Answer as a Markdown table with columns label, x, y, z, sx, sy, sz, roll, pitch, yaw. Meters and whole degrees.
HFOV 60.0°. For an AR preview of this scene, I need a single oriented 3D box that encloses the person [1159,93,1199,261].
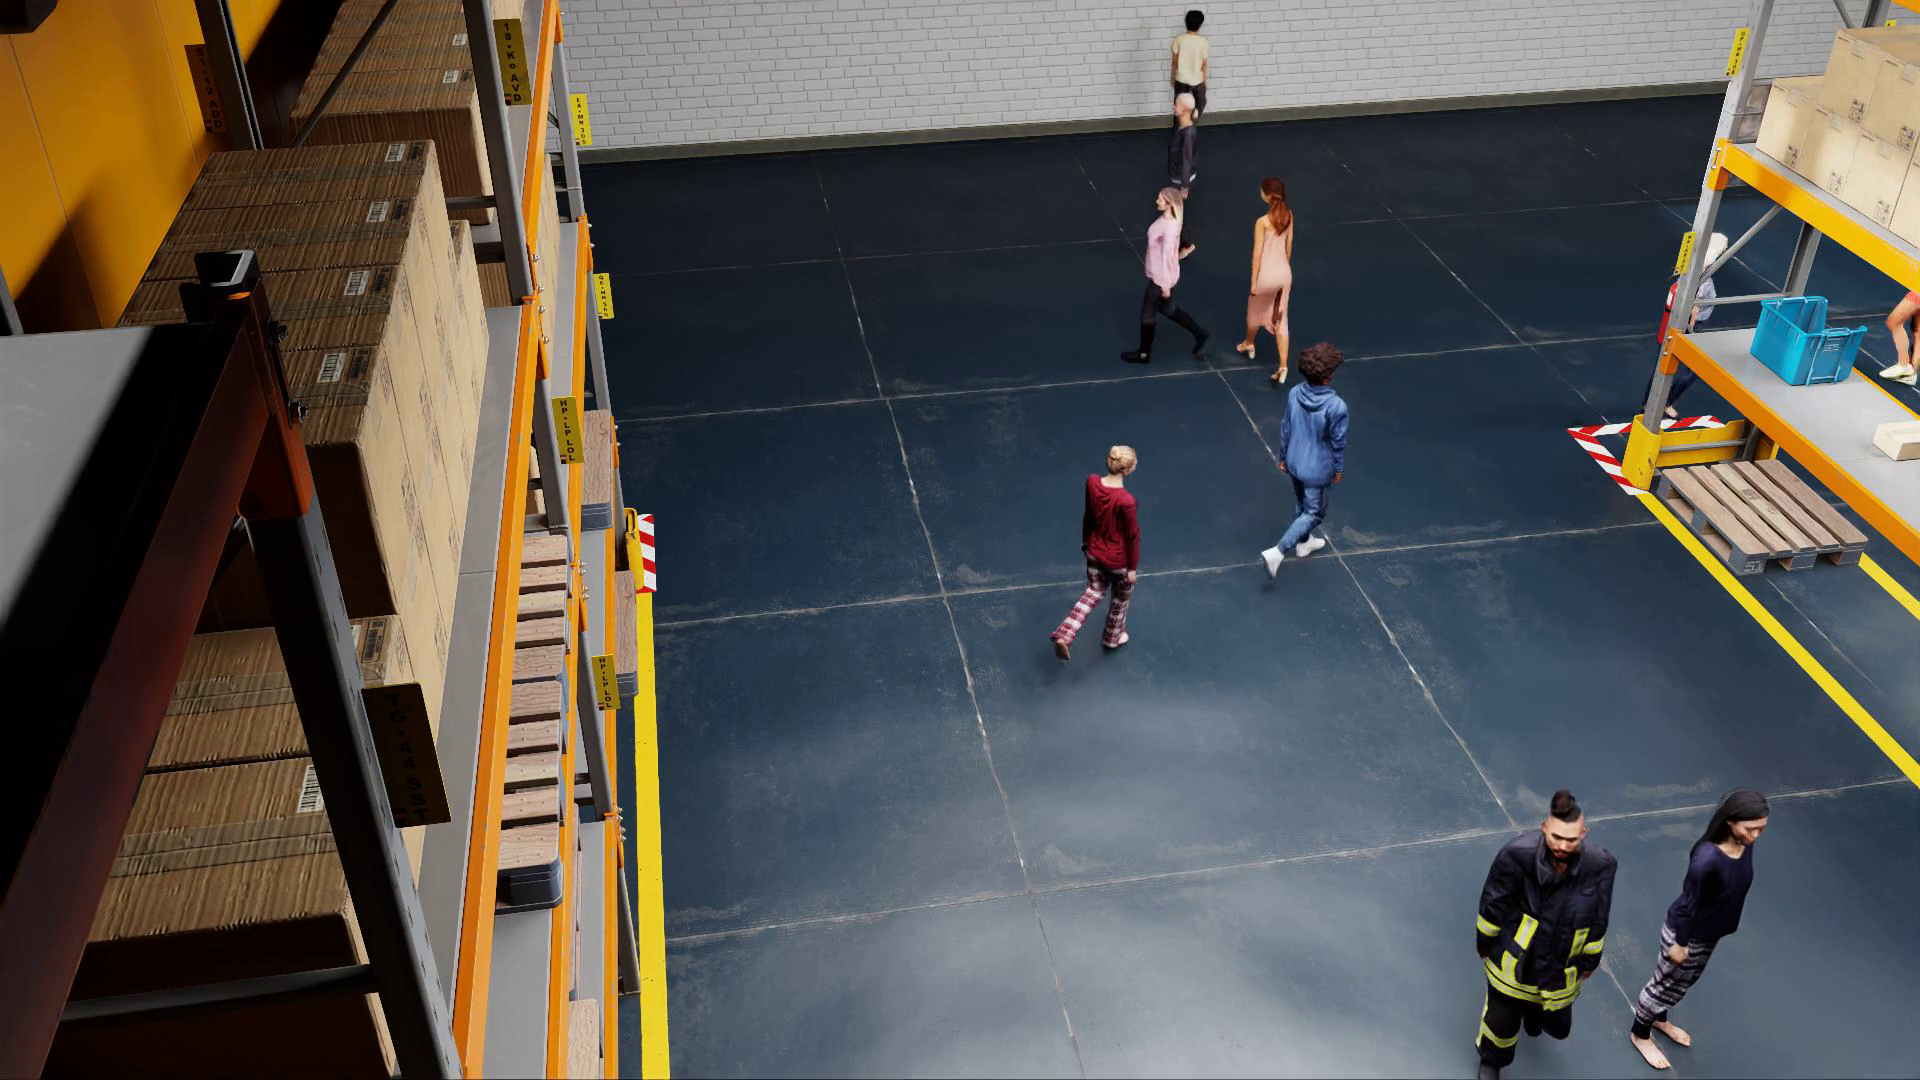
| label | x | y | z | sx | sy | sz | roll | pitch | yaw |
| --- | --- | --- | --- | --- | --- | --- | --- | --- | --- |
| person | 2.279 | -3.575 | 16.485 | 0.759 | 1.714 | 0.629 | 2 | 34 | 3 |

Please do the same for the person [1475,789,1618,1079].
| label | x | y | z | sx | sy | sz | roll | pitch | yaw |
| --- | --- | --- | --- | --- | --- | --- | --- | --- | --- |
| person | 2.834 | 1.899 | 8.126 | 0.921 | 1.850 | 0.988 | 7 | 34 | 10 |

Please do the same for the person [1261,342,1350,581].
| label | x | y | z | sx | sy | sz | roll | pitch | yaw |
| --- | --- | --- | --- | --- | --- | --- | --- | --- | --- |
| person | 2.456 | -0.528 | 11.833 | 1.013 | 1.789 | 1.092 | -23 | 40 | -30 |

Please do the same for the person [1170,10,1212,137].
| label | x | y | z | sx | sy | sz | roll | pitch | yaw |
| --- | --- | --- | --- | --- | --- | --- | --- | --- | --- |
| person | 2.658 | -5.290 | 19.180 | 0.738 | 1.586 | 0.762 | 5 | 34 | 7 |

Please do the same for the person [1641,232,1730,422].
| label | x | y | z | sx | sy | sz | roll | pitch | yaw |
| --- | --- | --- | --- | --- | --- | --- | --- | --- | --- |
| person | 5.899 | -1.747 | 13.743 | 0.715 | 1.705 | 0.595 | 0 | 34 | 0 |

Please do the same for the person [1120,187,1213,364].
| label | x | y | z | sx | sy | sz | roll | pitch | yaw |
| --- | --- | --- | --- | --- | --- | --- | --- | --- | --- |
| person | 1.863 | -2.311 | 14.624 | 0.854 | 1.668 | 1.038 | 3 | 34 | 5 |

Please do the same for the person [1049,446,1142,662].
| label | x | y | z | sx | sy | sz | roll | pitch | yaw |
| --- | --- | --- | --- | --- | --- | --- | --- | --- | --- |
| person | 0.937 | 0.122 | 10.956 | 0.996 | 1.676 | 0.989 | -29 | 43 | -36 |

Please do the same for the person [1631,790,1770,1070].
| label | x | y | z | sx | sy | sz | roll | pitch | yaw |
| --- | --- | --- | --- | --- | --- | --- | --- | --- | --- |
| person | 3.654 | 1.889 | 8.248 | 0.675 | 1.732 | 0.669 | -23 | 40 | -31 |

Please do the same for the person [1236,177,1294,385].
| label | x | y | z | sx | sy | sz | roll | pitch | yaw |
| --- | --- | --- | --- | --- | --- | --- | --- | --- | --- |
| person | 2.736 | -2.191 | 14.337 | 0.822 | 1.786 | 1.161 | -14 | 36 | -20 |
